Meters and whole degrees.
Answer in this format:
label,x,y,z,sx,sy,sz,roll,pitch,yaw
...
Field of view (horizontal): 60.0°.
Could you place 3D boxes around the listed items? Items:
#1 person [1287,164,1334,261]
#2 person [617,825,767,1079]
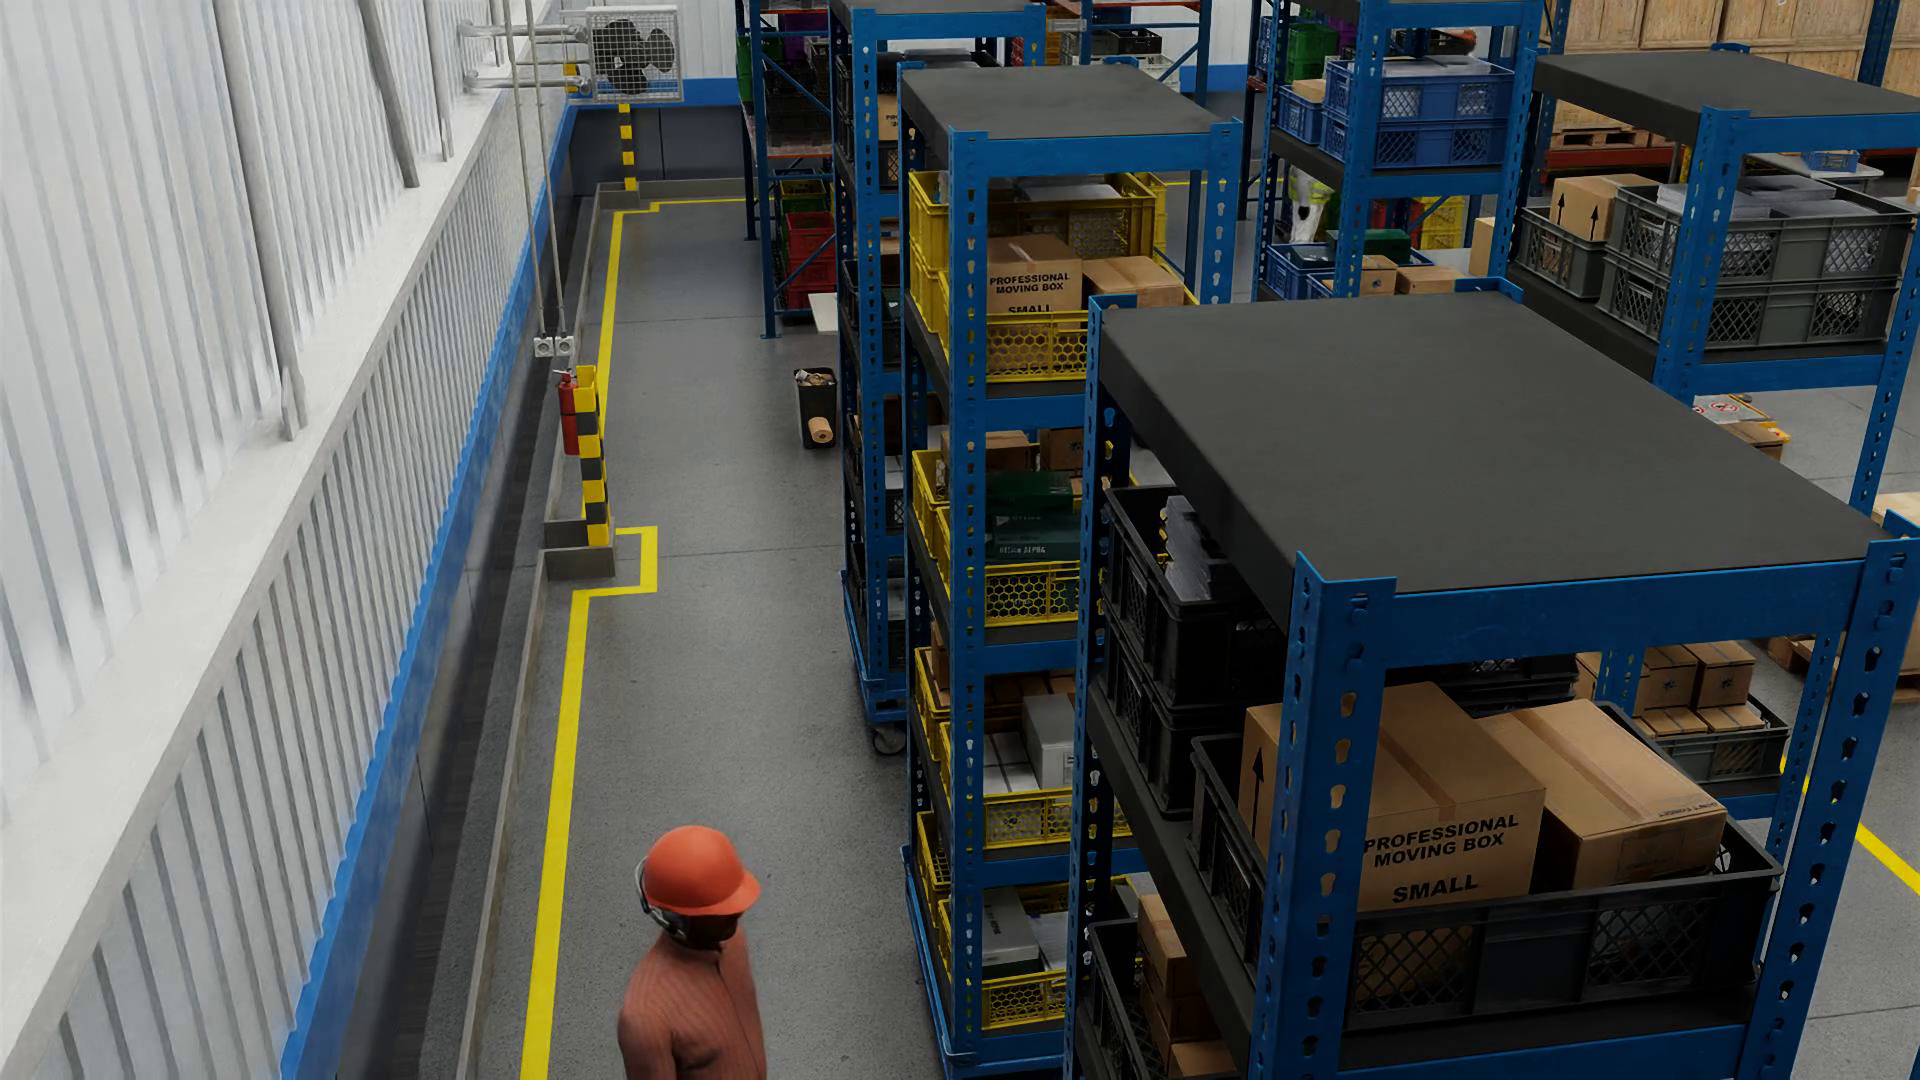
label,x,y,z,sx,sy,sz,roll,pitch,yaw
person,3.218,-3.131,15.210,0.430,1.841,0.624,11,27,23
person,-0.698,1.647,4.638,0.379,1.996,0.609,5,25,11
